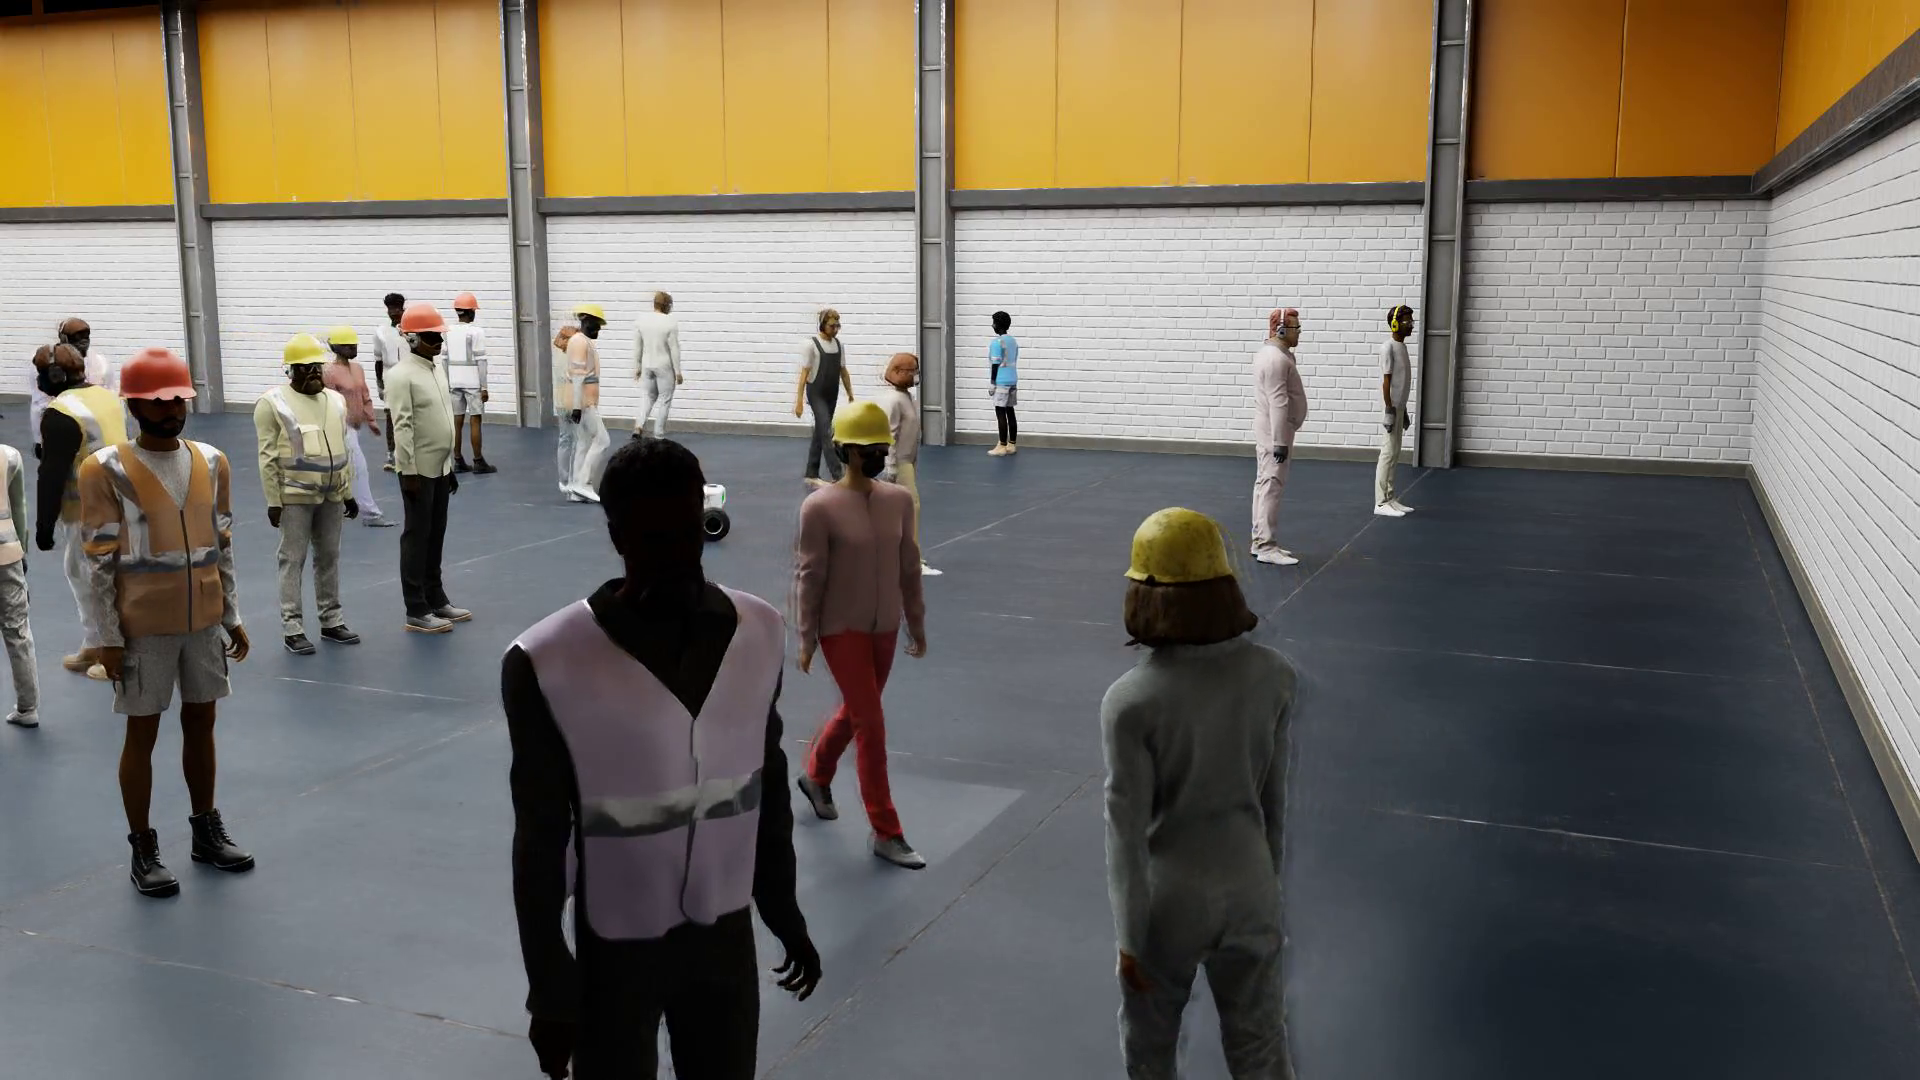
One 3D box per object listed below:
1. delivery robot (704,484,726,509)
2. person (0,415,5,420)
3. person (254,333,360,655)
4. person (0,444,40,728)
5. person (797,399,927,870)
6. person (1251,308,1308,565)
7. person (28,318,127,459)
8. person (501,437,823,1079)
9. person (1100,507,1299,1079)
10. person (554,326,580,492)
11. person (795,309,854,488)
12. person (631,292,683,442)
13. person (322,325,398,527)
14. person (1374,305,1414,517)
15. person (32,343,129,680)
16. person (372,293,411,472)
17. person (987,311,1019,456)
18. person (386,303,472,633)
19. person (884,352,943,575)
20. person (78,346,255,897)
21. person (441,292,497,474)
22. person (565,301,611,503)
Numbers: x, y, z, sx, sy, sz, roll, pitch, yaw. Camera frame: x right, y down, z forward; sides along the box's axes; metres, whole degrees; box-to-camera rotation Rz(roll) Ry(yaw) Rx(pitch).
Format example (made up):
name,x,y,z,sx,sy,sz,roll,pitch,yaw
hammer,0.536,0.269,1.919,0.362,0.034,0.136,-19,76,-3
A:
name,x,y,z,sx,sy,sz,roll,pitch,yaw
delivery robot,-2.270,-0.322,13.501,0.707,0.478,0.477,-2,10,-14
person,-14.085,-2.621,23.858,0.634,1.826,0.403,2,10,13
person,-3.745,-0.272,9.615,0.403,1.835,0.588,6,11,33
person,-4.598,0.124,7.805,0.311,1.639,0.512,4,10,22
person,-0.410,0.314,6.379,0.530,1.732,0.873,-9,13,-42
person,2.394,-0.777,12.457,0.401,1.907,0.646,1,9,5
person,-6.673,-0.784,12.761,0.783,1.815,0.661,6,11,30
person,-0.573,0.758,3.224,0.639,1.929,0.468,-8,13,-42
person,0.543,0.788,3.557,0.491,1.709,0.772,-3,10,-18
person,-3.849,-1.287,16.376,0.285,1.631,0.501,-2,10,-12
person,-1.274,-1.365,16.367,0.915,1.790,0.624,7,12,38
person,-3.728,-2.081,20.413,0.711,1.909,0.482,5,11,30
person,-5.272,-0.970,14.175,0.905,1.726,0.520,1,9,9
person,3.896,-1.150,14.831,0.328,1.872,0.513,5,11,29
person,-4.712,-0.148,8.948,0.655,1.807,0.713,0,9,-1
person,-6.019,-1.690,17.942,0.626,1.921,0.941,-1,9,-9
person,0.505,-1.831,19.497,0.318,1.691,0.532,5,11,27
person,-3.253,-0.443,10.164,0.377,1.995,0.608,1,9,6
person,-0.471,-0.549,11.970,0.673,1.614,0.503,2,10,15
person,-2.814,0.280,5.952,0.360,1.939,0.543,7,11,35
person,-5.255,-1.668,17.759,0.547,1.938,0.379,4,10,22
person,-3.464,-1.275,15.541,0.477,1.882,0.660,-1,9,-9
